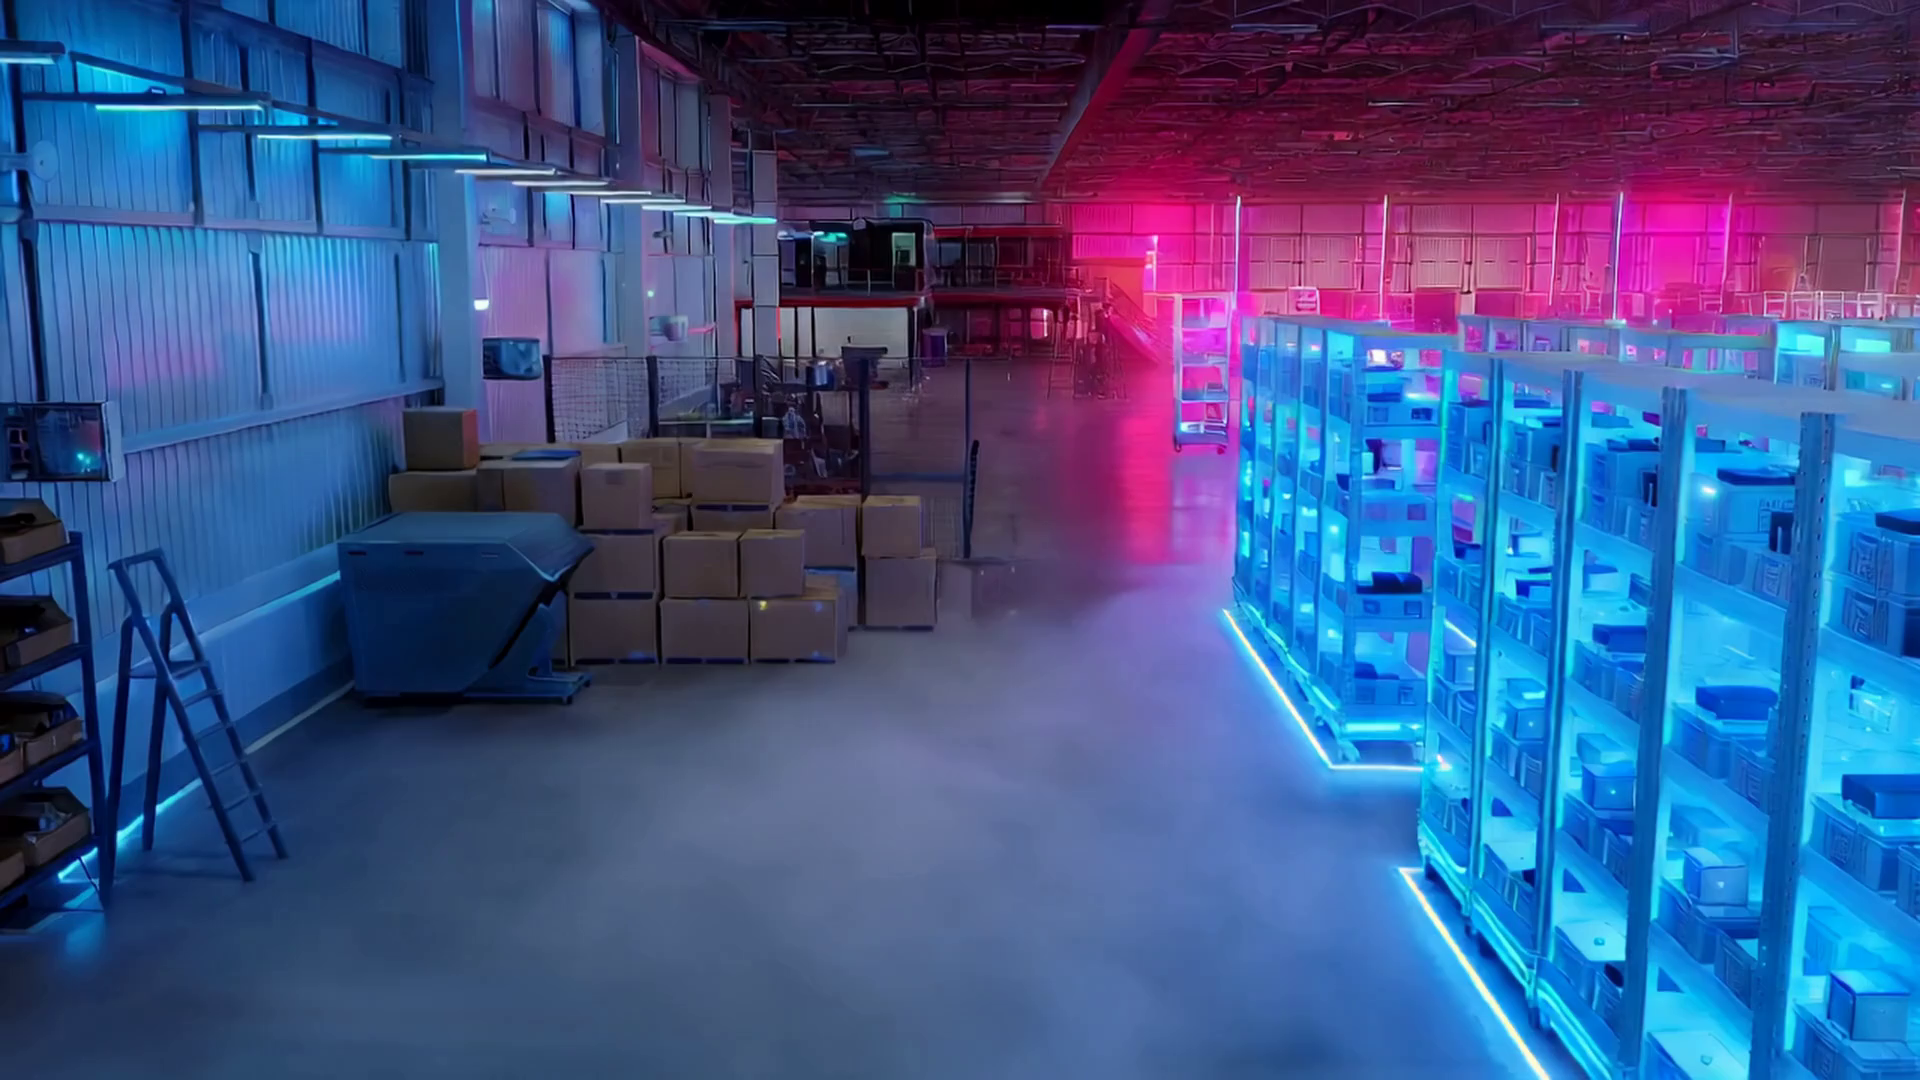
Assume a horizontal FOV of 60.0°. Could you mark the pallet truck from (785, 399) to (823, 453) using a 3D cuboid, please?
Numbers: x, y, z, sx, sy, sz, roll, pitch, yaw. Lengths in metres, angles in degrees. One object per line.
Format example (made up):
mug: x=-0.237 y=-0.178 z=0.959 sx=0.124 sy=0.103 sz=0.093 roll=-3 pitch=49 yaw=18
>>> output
pallet truck: x=-3.814 y=-2.432 z=36.419 sx=1.630 sy=1.274 sz=0.653 roll=0 pitch=9 yaw=1

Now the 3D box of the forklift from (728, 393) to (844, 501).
forklift: x=-2.979 y=-1.316 z=26.476 sx=2.680 sy=1.987 sz=1.157 roll=0 pitch=9 yaw=1

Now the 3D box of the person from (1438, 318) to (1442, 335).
person: x=25.049 y=-10.830 z=87.130 sx=0.857 sy=1.648 sz=0.553 roll=-4 pitch=10 yaw=-24

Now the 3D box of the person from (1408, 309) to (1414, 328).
person: x=25.689 y=-12.223 z=94.921 sx=0.398 sy=1.920 sz=0.586 roll=4 pitch=10 yaw=24

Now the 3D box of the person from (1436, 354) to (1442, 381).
person: x=13.418 y=-4.241 z=45.943 sx=0.913 sy=1.830 sz=0.554 roll=-2 pitch=9 yaw=-13

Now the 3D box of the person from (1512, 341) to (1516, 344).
person: x=20.442 y=-6.667 z=60.900 sx=0.582 sy=1.826 sz=1.003 roll=1 pitch=9 yaw=5

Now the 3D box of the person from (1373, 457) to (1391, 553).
person: x=5.145 y=-0.127 z=20.595 sx=0.497 sy=1.819 sz=0.619 roll=1 pitch=9 yaw=7

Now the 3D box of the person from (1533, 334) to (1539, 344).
person: x=21.923 y=-7.303 z=64.193 sx=0.684 sy=2.000 sz=0.535 roll=6 pitch=11 yaw=35

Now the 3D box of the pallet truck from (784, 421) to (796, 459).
pallet truck: x=-4.013 y=-1.793 z=32.705 sx=1.601 sy=1.201 sz=0.680 roll=0 pitch=9 yaw=1

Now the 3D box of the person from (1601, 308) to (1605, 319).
person: x=36.374 y=-12.085 z=93.832 sx=0.379 sy=1.996 sz=0.611 roll=0 pitch=9 yaw=0

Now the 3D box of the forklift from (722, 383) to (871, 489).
forklift: x=-2.893 y=-1.687 z=28.729 sx=2.680 sy=1.987 sz=1.157 roll=0 pitch=9 yaw=-1

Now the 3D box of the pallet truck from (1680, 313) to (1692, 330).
pallet truck: x=36.315 y=-10.531 z=84.244 sx=0.823 sy=1.965 sz=1.885 roll=-6 pitch=11 yaw=-33

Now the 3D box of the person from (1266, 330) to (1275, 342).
person: x=13.870 y=-8.731 z=73.493 sx=0.982 sy=1.872 sz=0.608 roll=-7 pitch=12 yaw=-37

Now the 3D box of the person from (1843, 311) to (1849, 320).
person: x=48.698 y=-11.672 z=91.642 sx=0.391 sy=1.878 sz=0.673 roll=3 pitch=10 yaw=18

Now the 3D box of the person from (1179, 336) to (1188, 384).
person: x=8.033 y=-6.548 z=60.388 sx=0.524 sy=1.768 sz=0.312 roll=1 pitch=9 yaw=8

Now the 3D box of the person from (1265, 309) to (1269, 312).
person: x=17.019 y=-11.809 z=92.207 sx=0.639 sy=1.966 sz=0.450 roll=-1 pitch=9 yaw=-7

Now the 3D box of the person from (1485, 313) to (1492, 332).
person: x=29.220 y=-11.598 z=91.615 sx=0.676 sy=1.745 sz=0.533 roll=0 pitch=9 yaw=-2

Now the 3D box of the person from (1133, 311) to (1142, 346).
person: x=9.609 y=-11.440 z=90.019 sx=0.615 sy=1.939 sz=0.404 roll=-8 pitch=12 yaw=-42

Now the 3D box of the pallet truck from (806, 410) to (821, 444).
pallet truck: x=-3.559 y=-2.018 z=33.905 sx=1.522 sy=1.261 sz=0.704 roll=0 pitch=9 yaw=-1

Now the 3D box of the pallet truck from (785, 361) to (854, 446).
pallet truck: x=-3.410 y=-3.193 z=38.978 sx=1.885 sy=1.965 sz=0.823 roll=0 pitch=9 yaw=-1

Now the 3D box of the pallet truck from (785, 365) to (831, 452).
pallet truck: x=-3.774 y=-2.976 z=37.635 sx=1.885 sy=1.965 sz=0.823 roll=1 pitch=9 yaw=5

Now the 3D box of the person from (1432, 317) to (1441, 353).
person: x=23.671 y=-10.185 z=82.664 sx=0.431 sy=1.832 sz=0.639 roll=-2 pitch=9 yaw=-10

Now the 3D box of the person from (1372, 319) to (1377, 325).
person: x=18.975 y=-9.184 z=76.311 sx=1.039 sy=1.882 sz=0.650 roll=-6 pitch=11 yaw=-31

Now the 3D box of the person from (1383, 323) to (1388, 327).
person: x=17.159 y=-7.836 z=67.722 sx=1.089 sy=1.969 sz=0.689 roll=0 pitch=9 yaw=1
